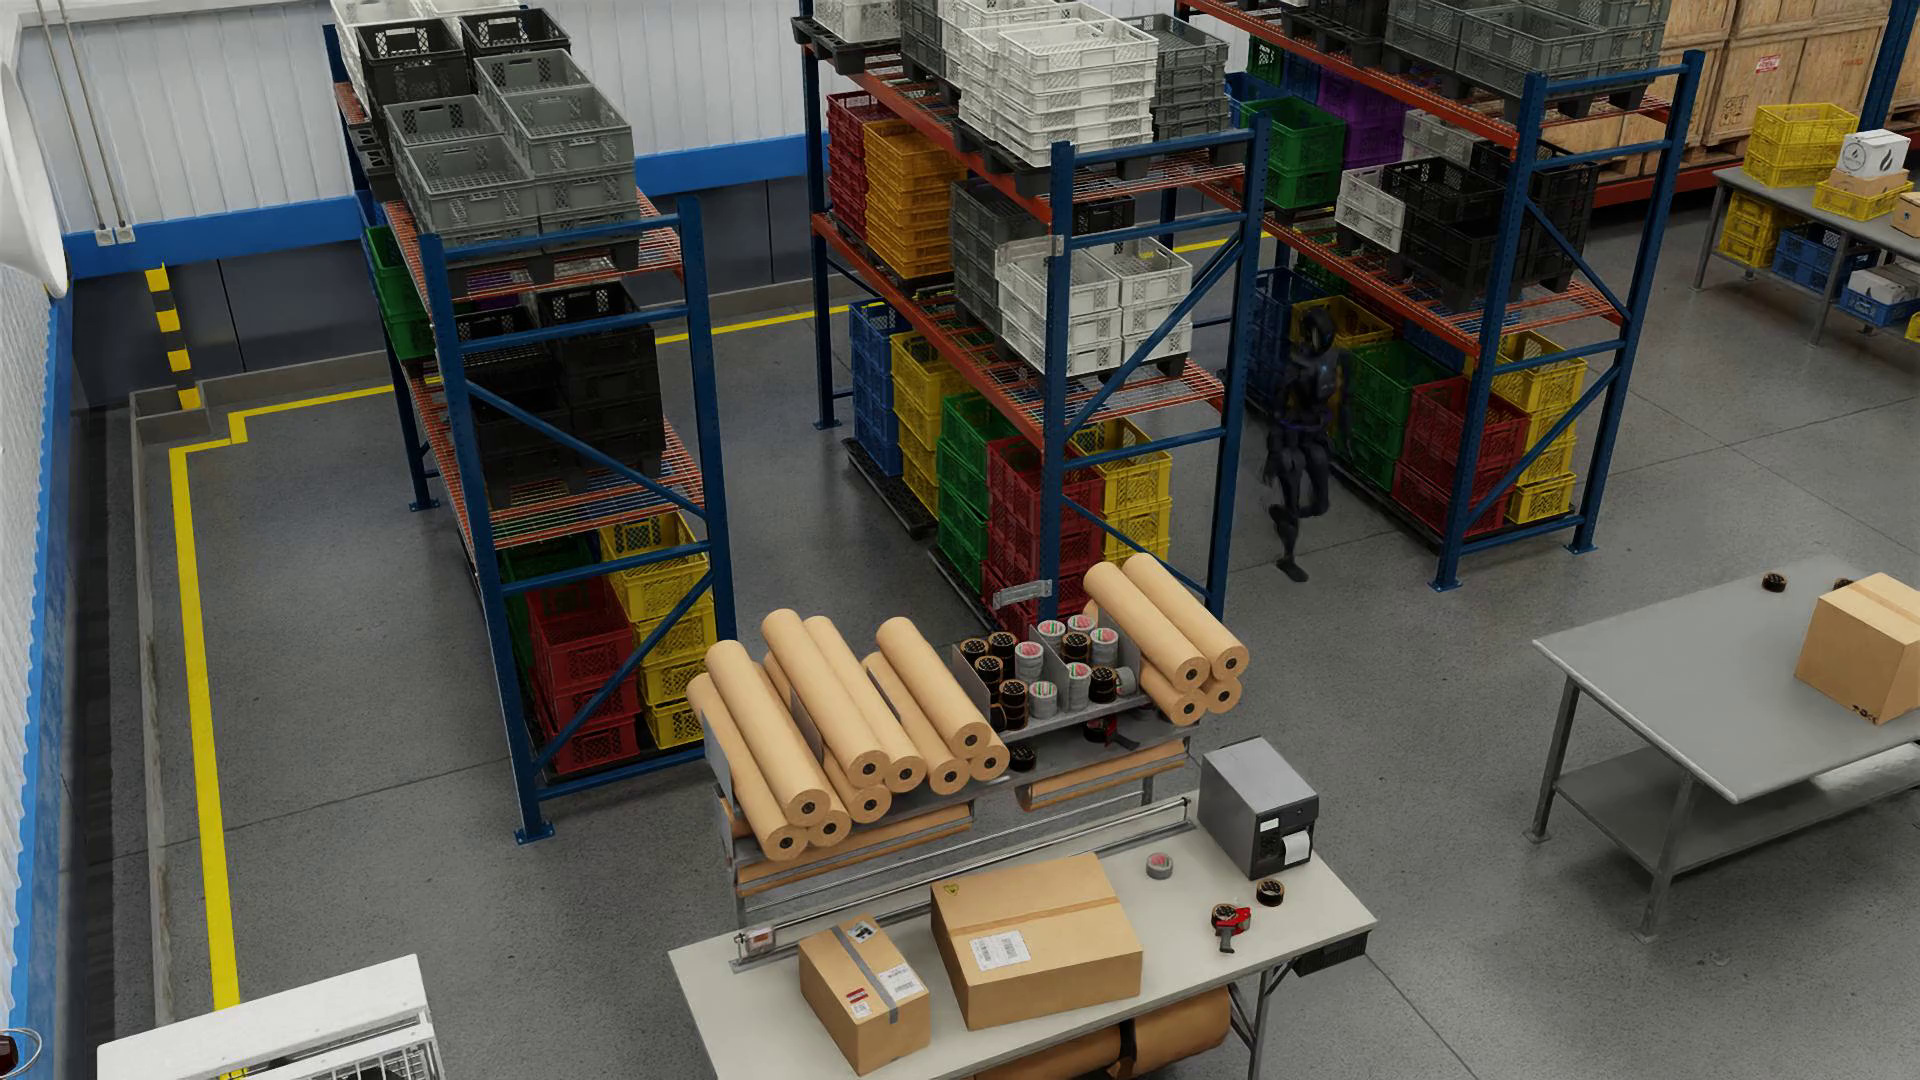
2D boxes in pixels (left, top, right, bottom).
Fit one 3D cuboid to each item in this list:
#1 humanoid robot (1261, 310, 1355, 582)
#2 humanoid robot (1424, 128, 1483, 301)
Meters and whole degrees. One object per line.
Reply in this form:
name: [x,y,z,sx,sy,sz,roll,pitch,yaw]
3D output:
humanoid robot: [1.979,-0.583,9.572,0.592,1.648,0.466,-16,35,-24]
humanoid robot: [3.829,-2.438,12.635,0.764,1.631,0.566,16,35,24]
